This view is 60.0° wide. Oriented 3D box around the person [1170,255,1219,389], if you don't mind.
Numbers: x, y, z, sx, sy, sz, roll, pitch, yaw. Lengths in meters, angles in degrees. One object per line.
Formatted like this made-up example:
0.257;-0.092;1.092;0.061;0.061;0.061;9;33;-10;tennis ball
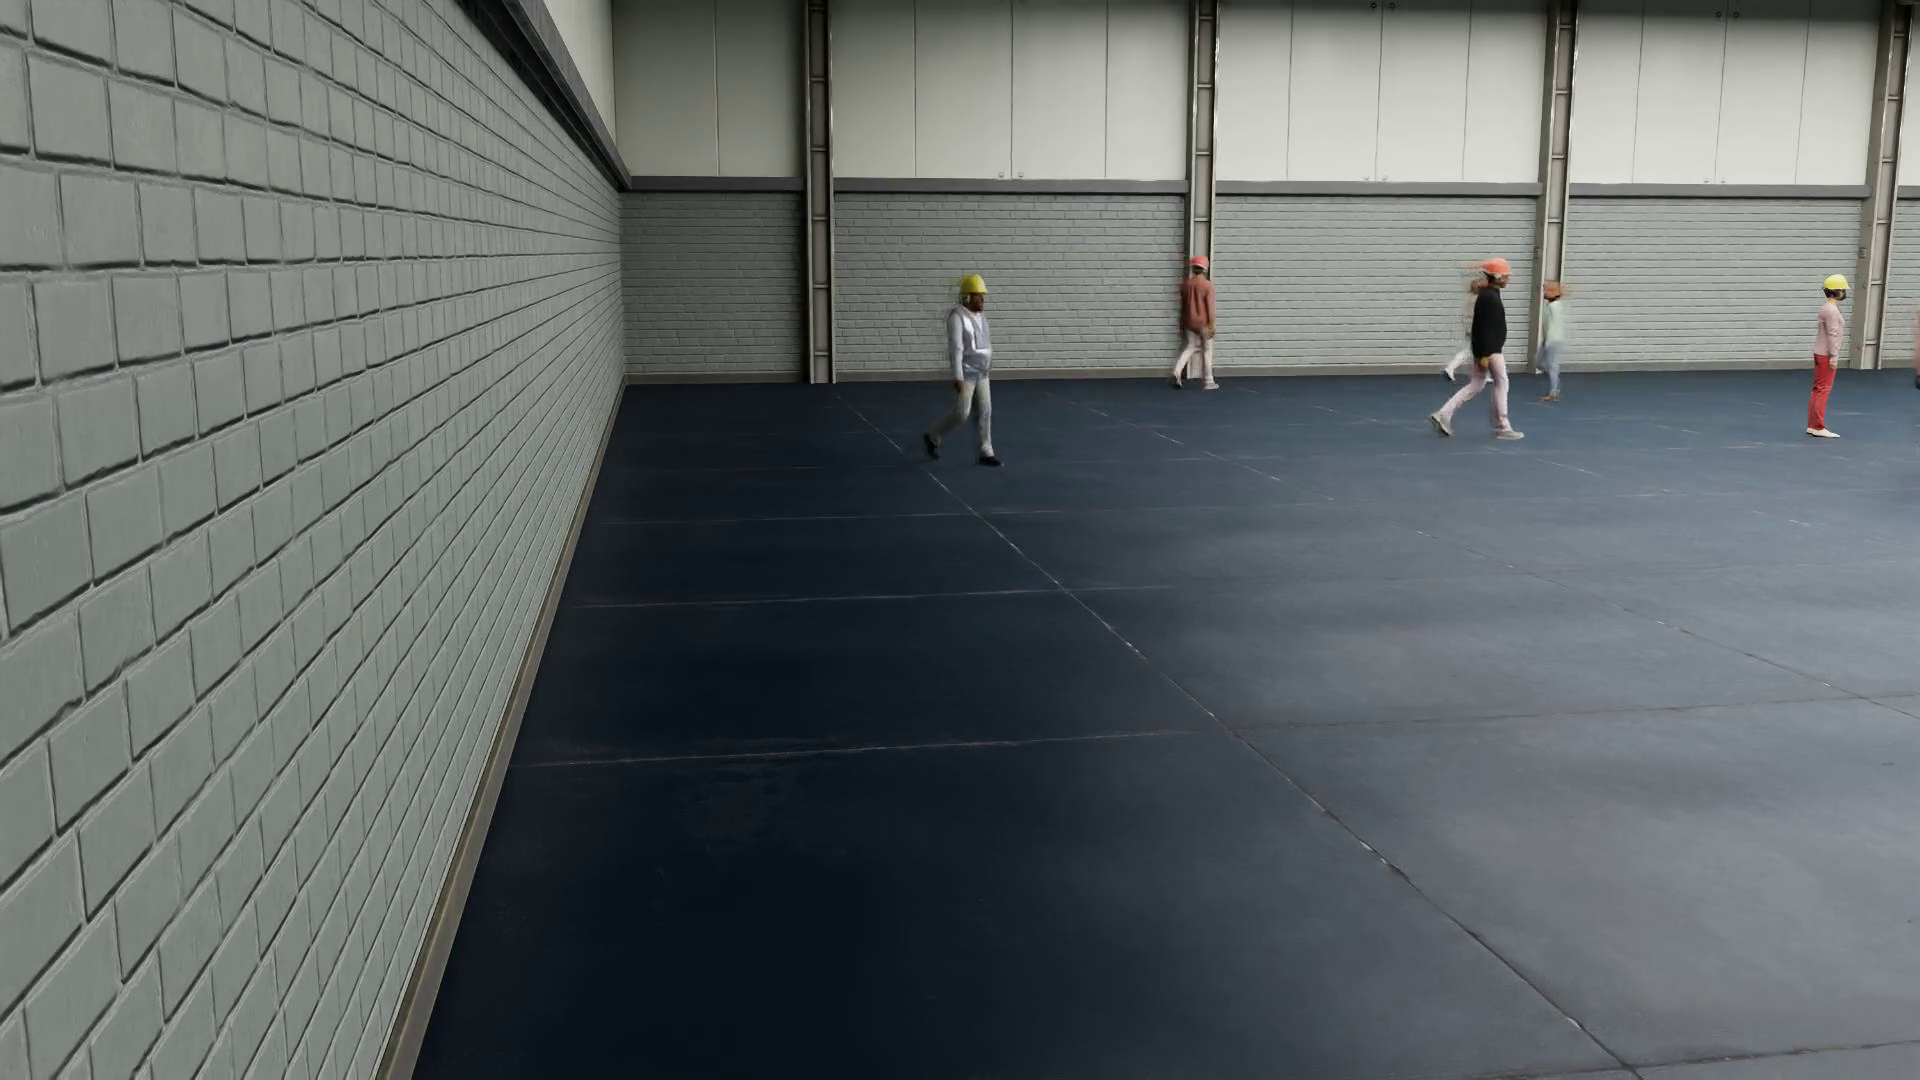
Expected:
3.469;-3.174;24.314;0.814;1.972;0.634;-9;13;-43;person

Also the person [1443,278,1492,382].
7.909;-3.238;25.714;0.775;1.609;0.521;-1;10;-7;person

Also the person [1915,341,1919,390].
8.961;-1.487;14.816;0.680;1.889;0.658;1;10;6;person

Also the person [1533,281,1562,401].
7.953;-2.678;22.479;0.357;1.620;0.501;2;10;9;person

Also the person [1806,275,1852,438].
9.501;-2.004;18.172;0.311;1.768;0.533;3;10;16;person

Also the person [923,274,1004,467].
0.042;-1.590;15.664;0.751;1.813;0.600;6;12;33;person

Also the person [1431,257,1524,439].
5.610;-2.052;17.891;0.924;1.965;0.612;0;10;2;person
